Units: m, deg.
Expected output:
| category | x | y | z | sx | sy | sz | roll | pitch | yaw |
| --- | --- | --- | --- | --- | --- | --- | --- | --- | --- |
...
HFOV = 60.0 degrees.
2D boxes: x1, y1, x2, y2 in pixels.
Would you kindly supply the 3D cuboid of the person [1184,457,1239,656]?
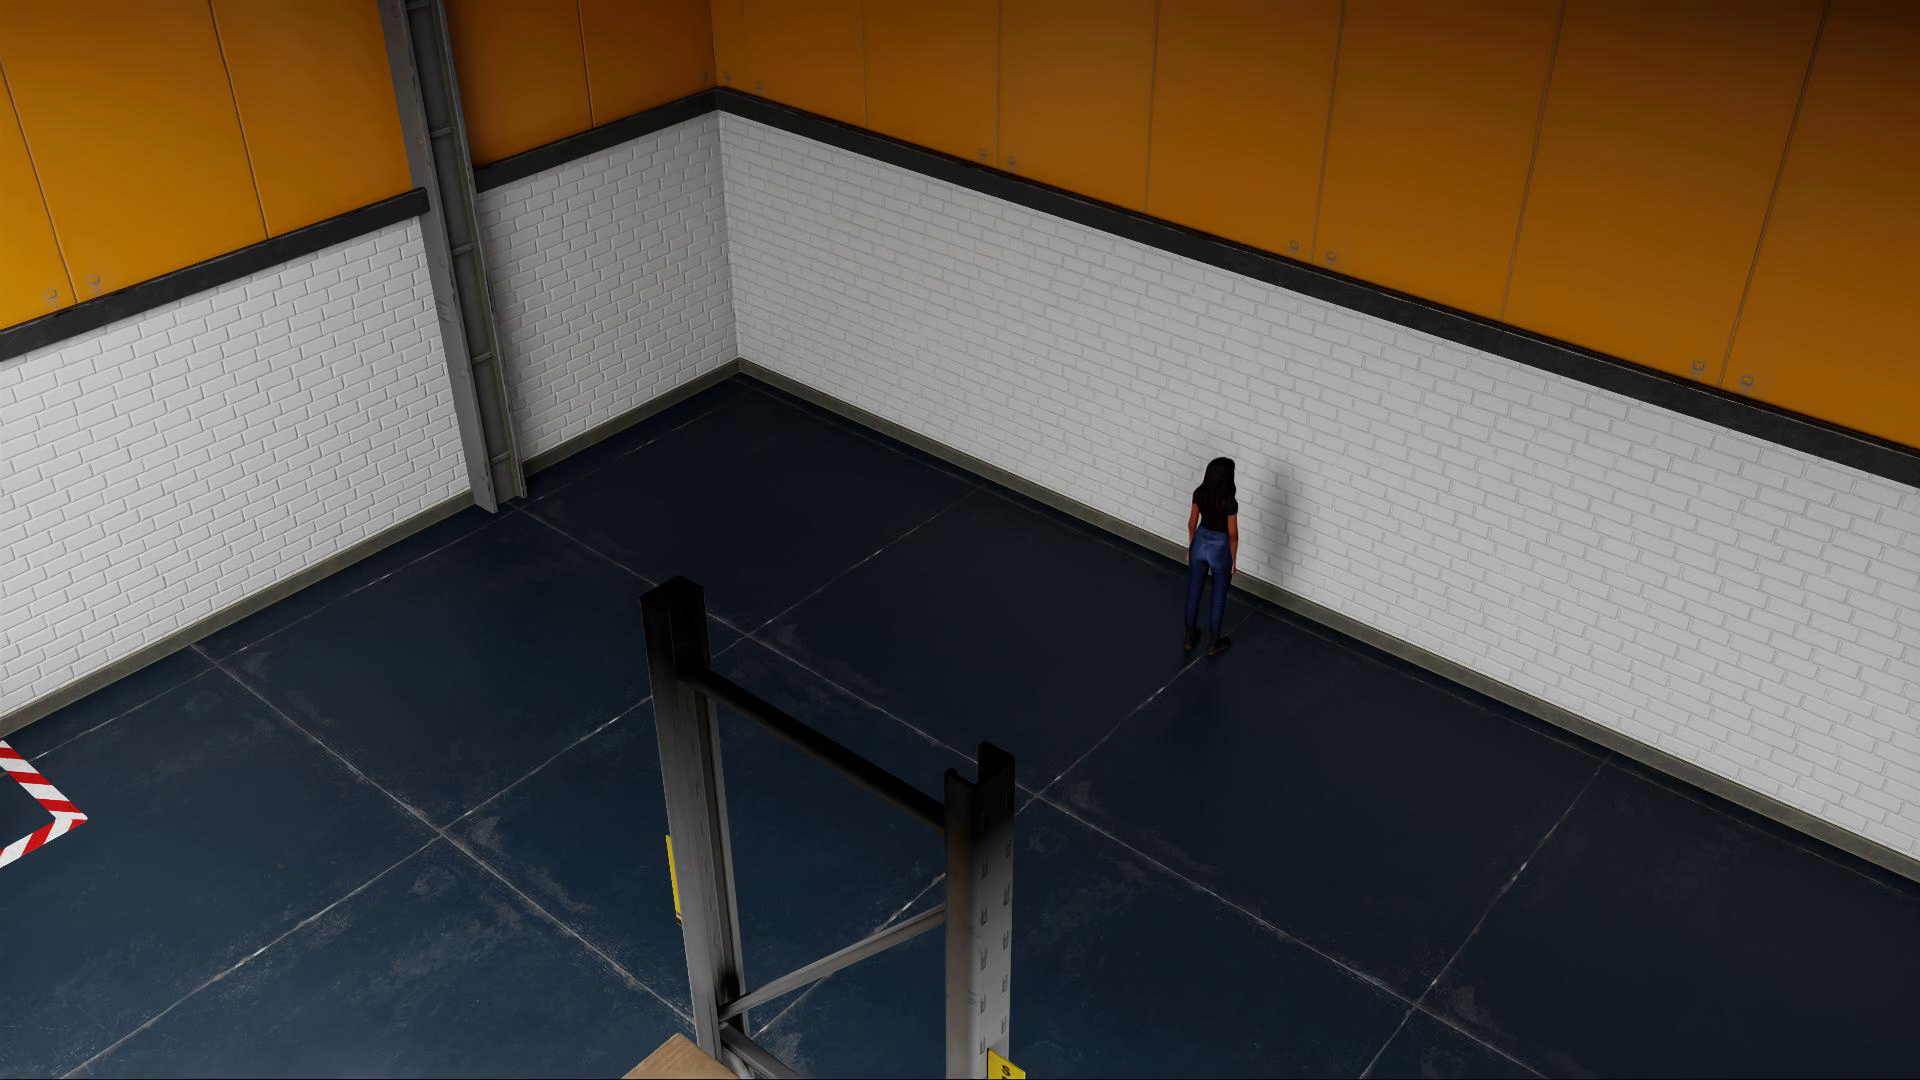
| category | x | y | z | sx | sy | sz | roll | pitch | yaw |
| --- | --- | --- | --- | --- | --- | --- | --- | --- | --- |
| person | 1.966 | 0.122 | 13.039 | 0.593 | 1.738 | 0.568 | 19 | 38 | 26 |
